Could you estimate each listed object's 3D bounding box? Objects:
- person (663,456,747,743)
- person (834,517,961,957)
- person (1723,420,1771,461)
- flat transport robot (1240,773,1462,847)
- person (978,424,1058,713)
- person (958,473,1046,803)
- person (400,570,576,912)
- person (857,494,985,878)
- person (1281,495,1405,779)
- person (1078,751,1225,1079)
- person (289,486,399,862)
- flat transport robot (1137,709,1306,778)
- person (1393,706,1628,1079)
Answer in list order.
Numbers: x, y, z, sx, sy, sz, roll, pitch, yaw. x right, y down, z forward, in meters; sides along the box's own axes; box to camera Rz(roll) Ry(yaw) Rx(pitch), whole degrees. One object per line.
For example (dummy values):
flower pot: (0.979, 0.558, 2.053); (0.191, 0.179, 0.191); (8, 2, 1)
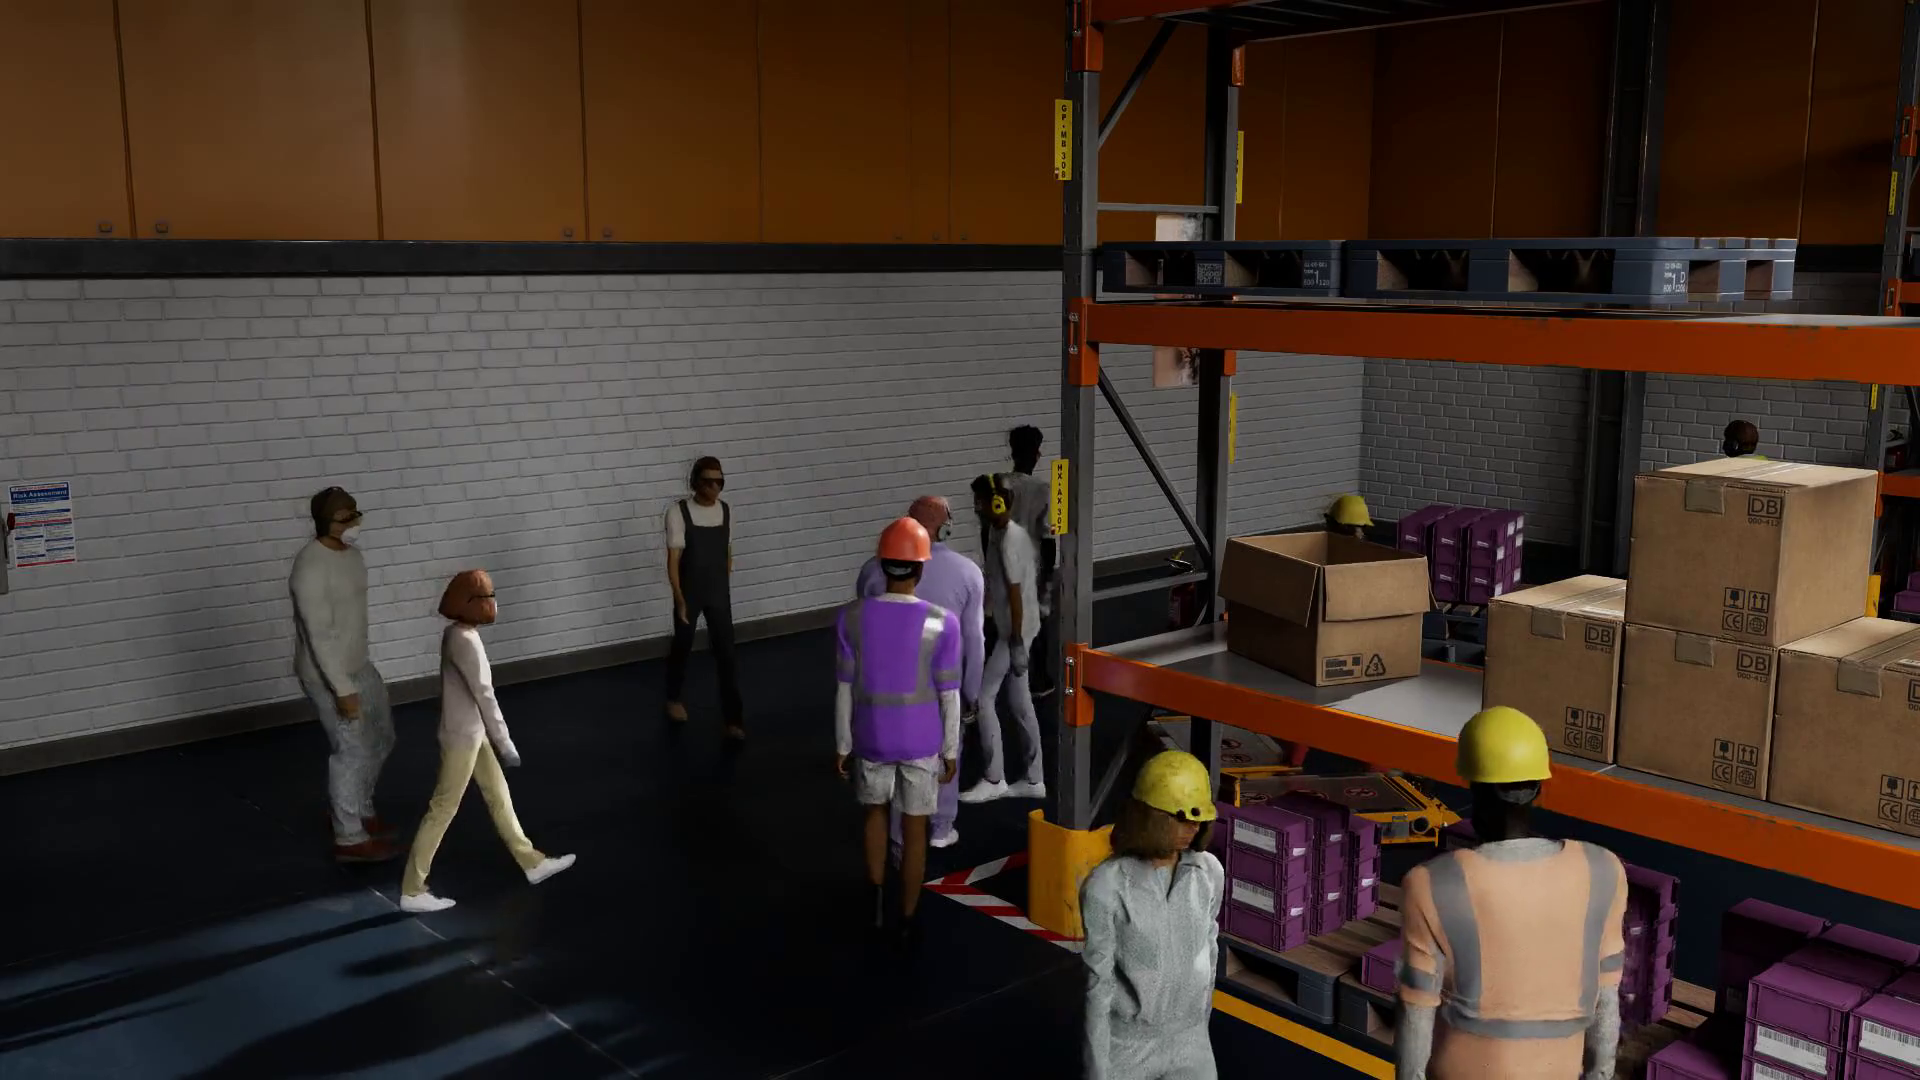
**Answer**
person: (-1.656, 0.347, 10.604); (0.509, 1.801, 0.989); (-5, 11, -27)
person: (-0.261, 0.854, 7.221); (0.562, 1.919, 0.407); (2, 10, 10)
person: (5.684, 0.039, 12.234); (0.619, 1.845, 0.430); (-6, 11, -30)
flat transport robot: (1.887, 1.424, 8.717); (1.431, 0.197, 0.652); (-1, 10, -7)
person: (0.379, 0.183, 11.143); (0.601, 1.930, 0.975); (4, 10, 21)
person: (0.202, 0.544, 9.274); (0.649, 1.840, 0.531); (2, 10, 9)
person: (-2.251, 0.929, 7.755); (0.843, 1.588, 0.509); (-4, 10, -21)
person: (-0.195, 0.698, 8.301); (0.661, 1.863, 0.781); (1, 10, 4)
person: (2.158, 0.617, 9.208); (0.869, 1.725, 0.538); (0, 10, 1)
person: (0.513, 1.396, 4.741); (0.480, 1.703, 0.876); (-4, 11, -24)
person: (-3.074, 0.683, 8.288); (0.422, 1.912, 0.653); (0, 10, 2)
flat transport robot: (1.495, 1.257, 9.695); (0.652, 0.197, 1.431); (-1, 10, -7)
person: (1.385, 1.369, 4.220); (0.600, 1.909, 0.492); (-1, 10, -4)
